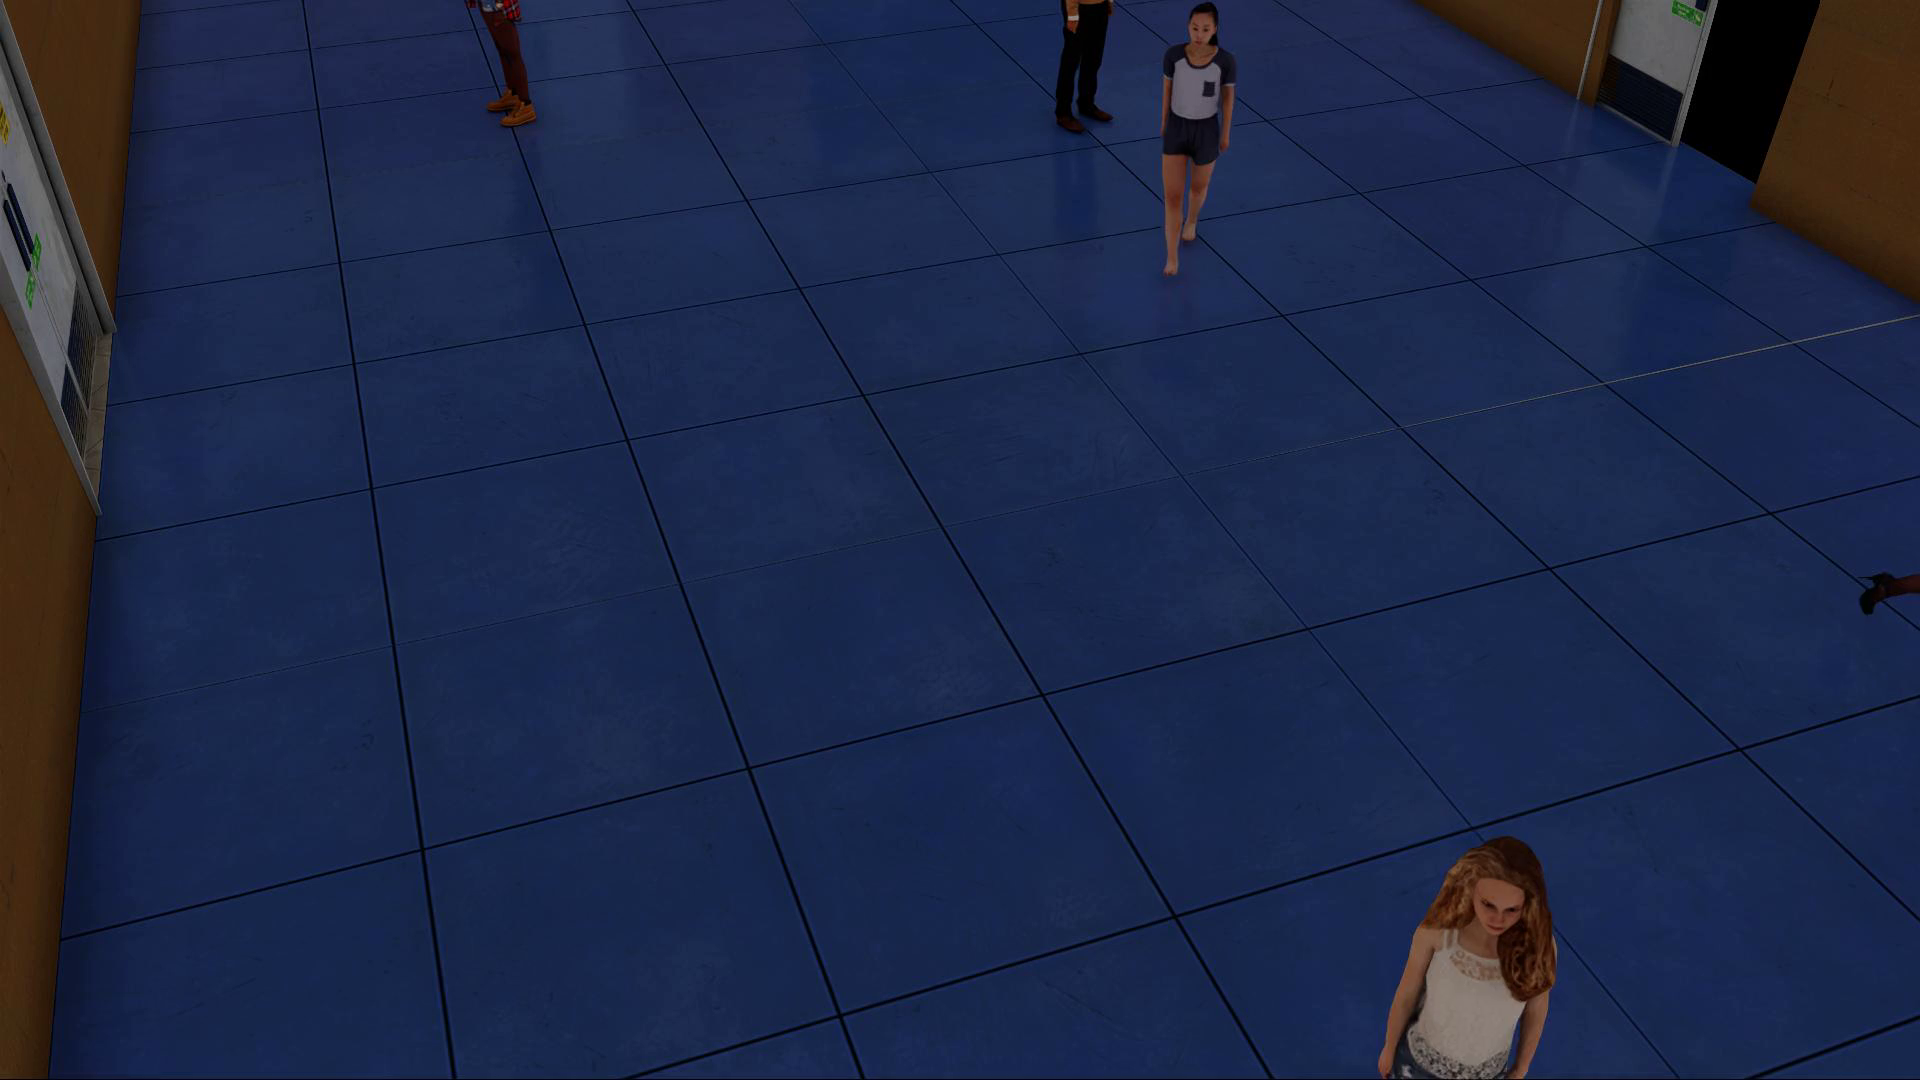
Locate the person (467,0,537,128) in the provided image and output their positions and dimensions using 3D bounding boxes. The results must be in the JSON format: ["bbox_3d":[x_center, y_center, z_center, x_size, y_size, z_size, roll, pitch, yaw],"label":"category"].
[{"bbox_3d":[-3.334,-3.874,11.986,0.623,1.727,0.631,-17,40,-21],"label":"person"}]

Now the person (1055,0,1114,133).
[{"bbox_3d":[0.902,-3.826,11.904,0.801,1.750,0.670,28,45,32],"label":"person"}]

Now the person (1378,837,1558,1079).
[{"bbox_3d":[1.433,1.461,4.867,0.984,1.742,0.936,7,37,9],"label":"person"}]

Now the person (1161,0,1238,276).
[{"bbox_3d":[1.445,-2.503,10.265,1.066,1.602,1.014,8,38,10],"label":"person"}]
